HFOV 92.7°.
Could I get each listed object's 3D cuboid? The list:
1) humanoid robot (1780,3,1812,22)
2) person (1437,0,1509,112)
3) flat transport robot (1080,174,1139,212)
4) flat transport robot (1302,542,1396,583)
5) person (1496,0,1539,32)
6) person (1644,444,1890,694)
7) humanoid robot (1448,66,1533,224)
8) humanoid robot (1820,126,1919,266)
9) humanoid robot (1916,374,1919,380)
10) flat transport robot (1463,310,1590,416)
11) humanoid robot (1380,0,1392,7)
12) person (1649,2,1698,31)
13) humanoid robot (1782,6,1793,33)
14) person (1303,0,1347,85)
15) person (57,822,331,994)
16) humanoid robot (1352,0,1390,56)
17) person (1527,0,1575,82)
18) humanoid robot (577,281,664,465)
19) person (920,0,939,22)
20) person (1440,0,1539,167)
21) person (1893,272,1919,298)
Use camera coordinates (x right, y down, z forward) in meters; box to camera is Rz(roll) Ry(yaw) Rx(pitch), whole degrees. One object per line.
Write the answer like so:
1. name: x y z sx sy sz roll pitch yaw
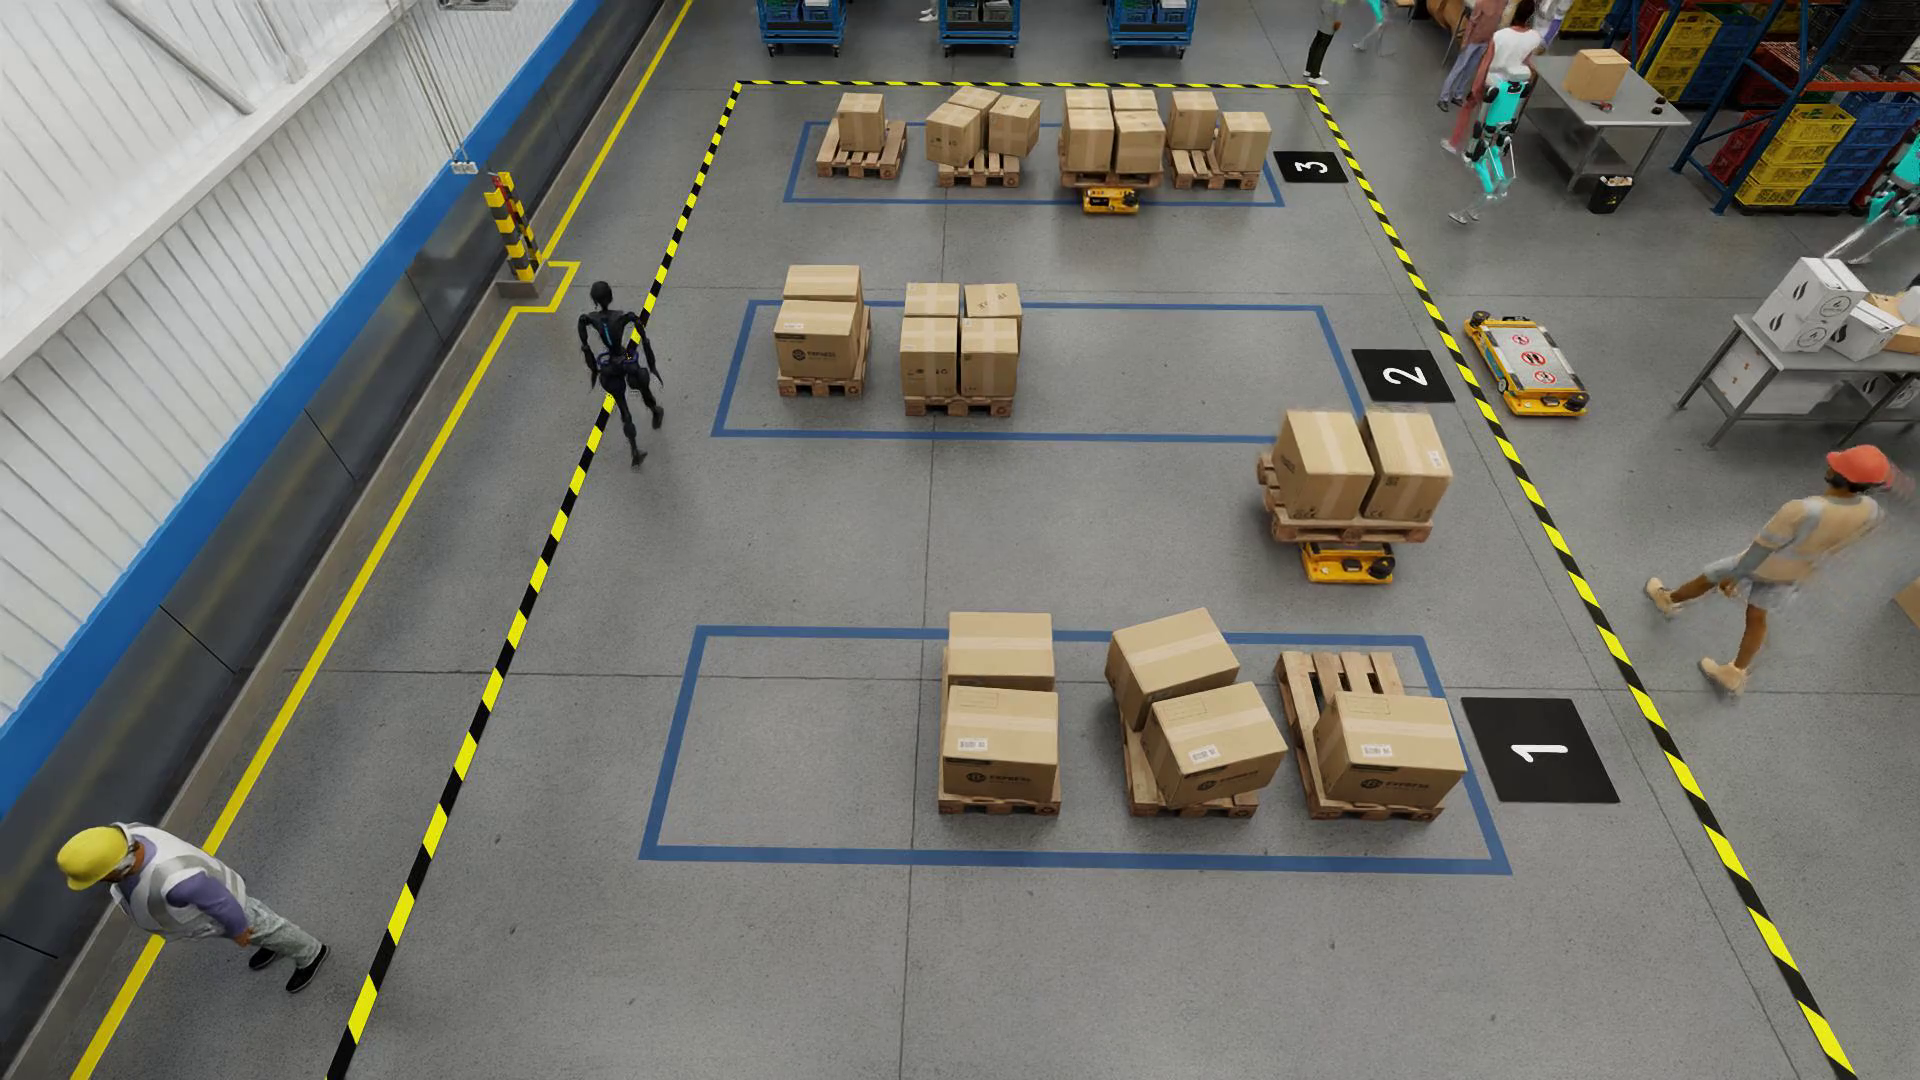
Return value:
1. humanoid robot: 13.543 -8.973 14.367 0.603 1.652 0.312 23 53 19
2. person: 6.991 -6.719 12.358 0.532 1.767 0.320 -16 51 -13
3. flat transport robot: 1.835 -4.552 11.455 0.652 0.197 1.431 1 49 1
4. flat transport robot: 3.138 -0.252 7.733 0.652 0.197 1.431 1 49 1
5. person: 7.731 -7.182 12.673 0.676 1.909 0.561 -16 51 -13
6. person: 5.567 0.142 6.273 0.620 1.992 1.067 0 49 0
7. humanoid robot: 5.999 -4.301 10.198 0.533 1.674 0.735 -11 50 -10
8. humanoid robot: 10.044 -3.633 9.711 0.898 1.756 0.546 -12 50 -10
9. humanoid robot: 8.918 -1.959 8.302 0.609 1.645 0.467 5 49 4
10. flat transport robot: 5.573 -1.757 9.054 0.659 0.231 1.431 1 49 1
11. humanoid robot: 7.135 -9.640 14.947 0.372 1.646 0.595 23 53 19
12. person: 10.155 -7.478 13.029 0.488 1.742 0.320 5 49 4
13. humanoid robot: 13.303 -8.741 14.162 0.605 1.656 0.310 -10 50 -9
14. person: 5.284 -7.442 12.939 0.439 1.852 0.590 1 49 1
15. person: -3.986 1.934 4.831 0.587 1.823 0.403 21 52 18
16. humanoid robot: 6.294 -8.103 13.653 0.548 1.902 0.751 -32 56 -25
17. person: 7.742 -6.772 12.233 0.402 2.034 0.603 4 49 3
18. humanoid robot: -2.909 -1.446 7.901 0.609 1.637 0.784 -7 50 -6
19. person: -0.496 -9.244 14.475 0.327 1.871 0.514 3 49 3
20. person: 6.597 -5.706 11.398 0.630 1.889 0.789 -2 49 -2
21. person: 10.332 -3.154 9.228 0.335 1.839 0.507 -23 53 -18
